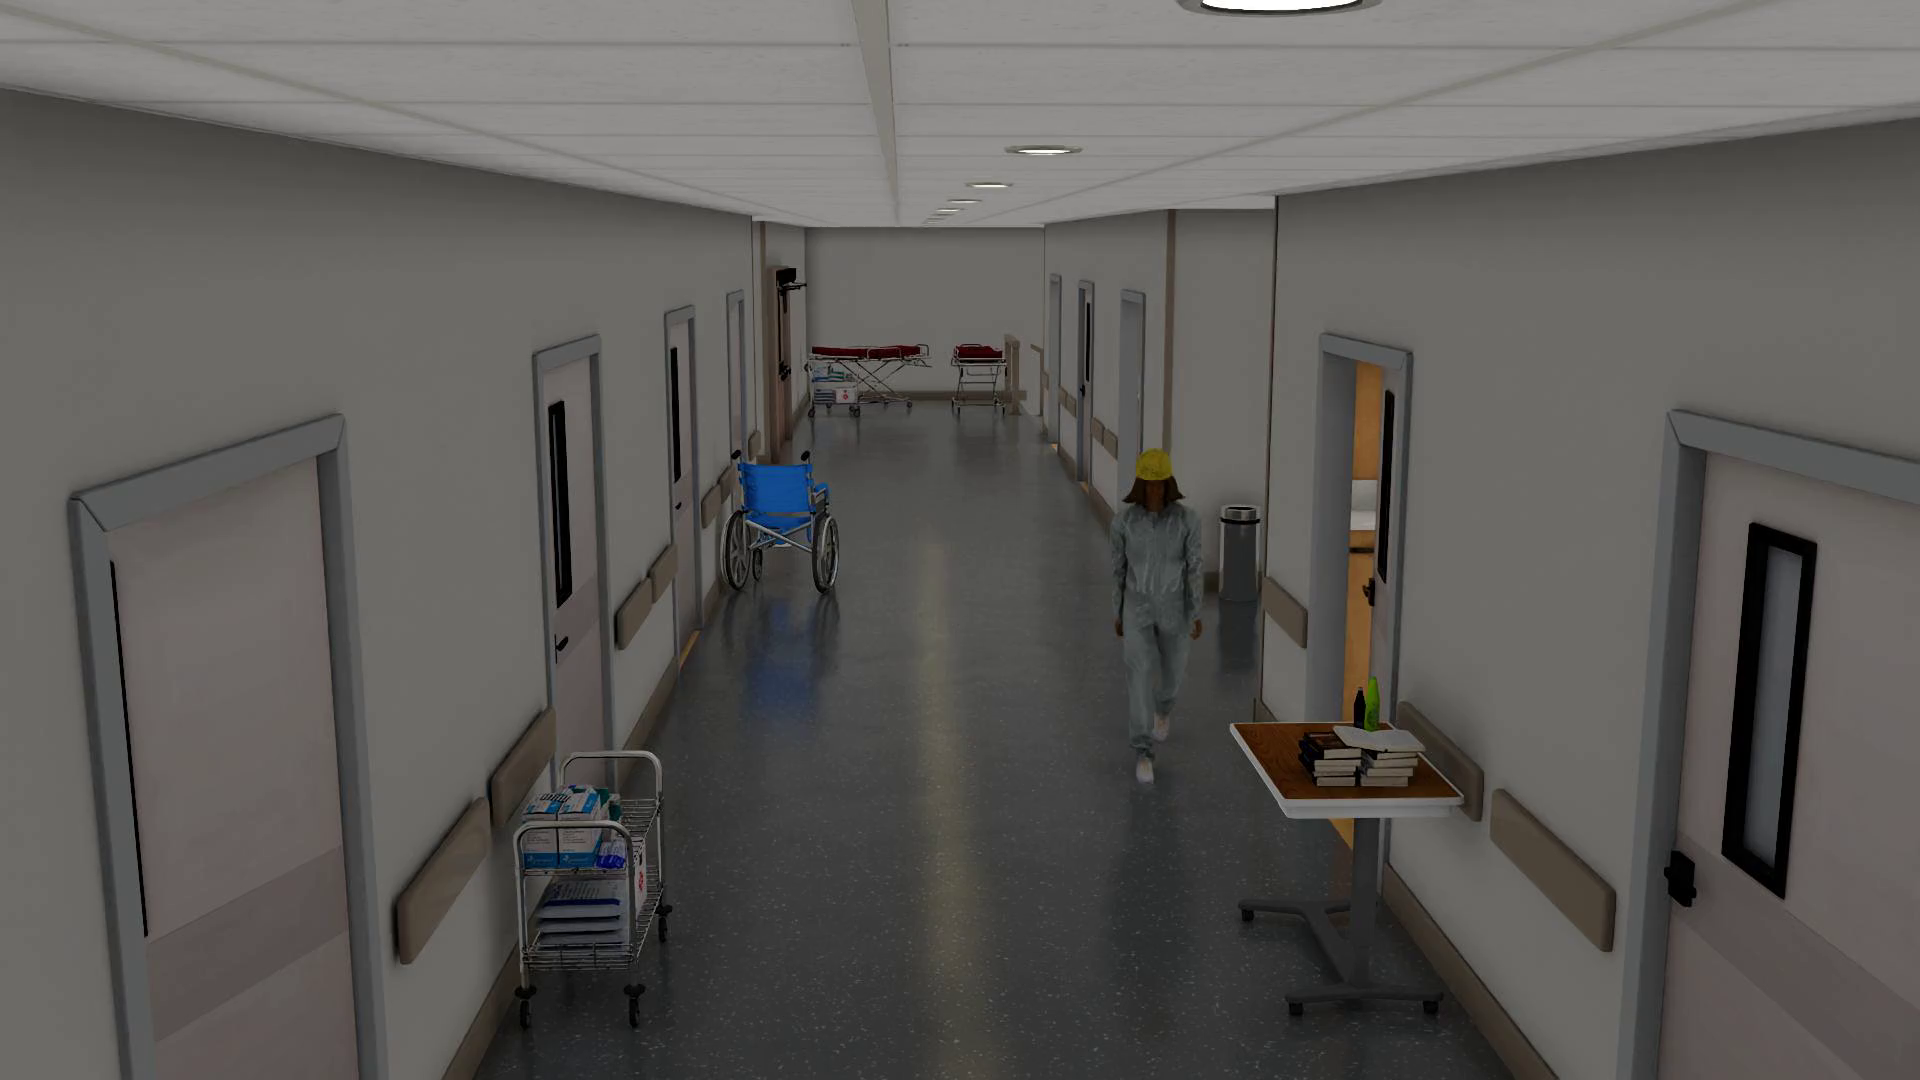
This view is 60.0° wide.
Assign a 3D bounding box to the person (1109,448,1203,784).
[{"bbox_3d":[1.029,0.352,8.804,0.489,1.717,0.789,0,10,1],"label":"person"}]
